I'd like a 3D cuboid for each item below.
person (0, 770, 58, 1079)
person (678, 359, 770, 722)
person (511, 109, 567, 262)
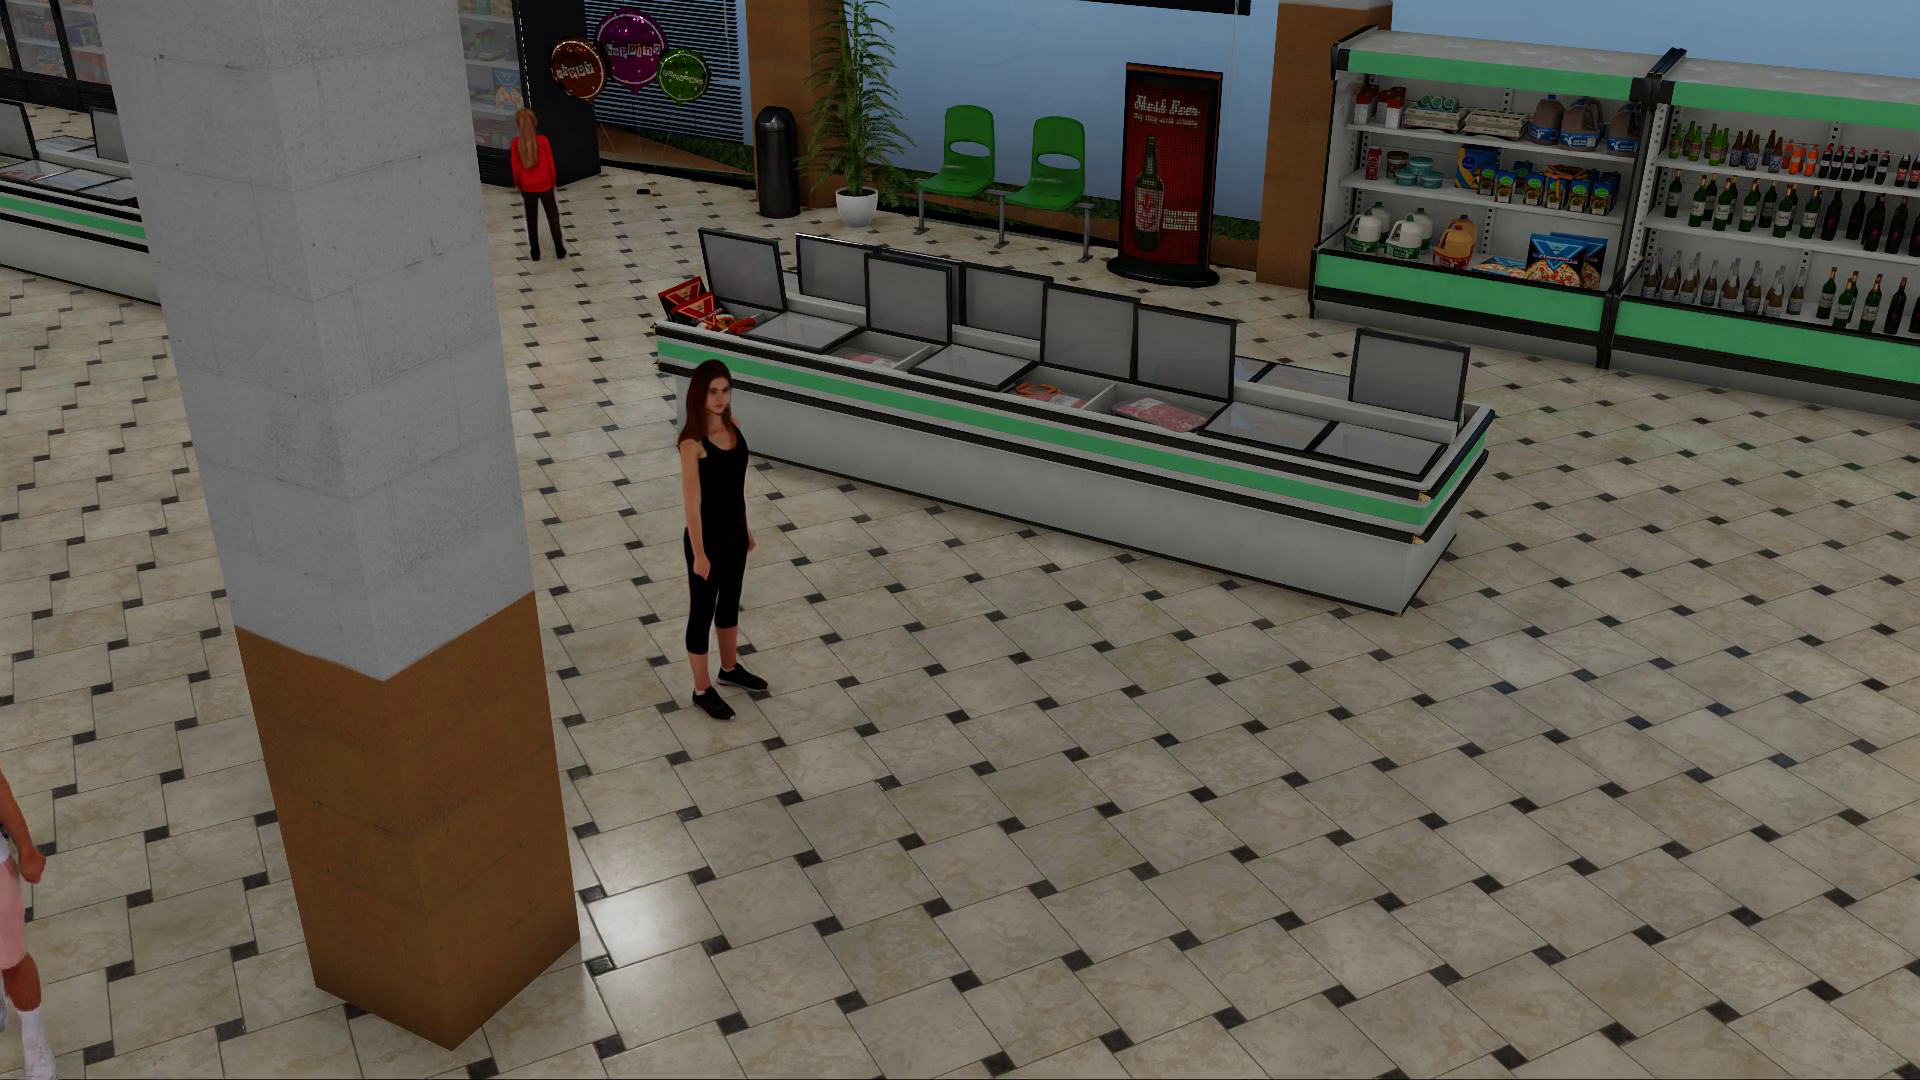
[{"bbox_3d":[-3.381,1.045,5.544,0.919,1.768,0.991,-16,31,-28],"label":"person"},{"bbox_3d":[-1.129,-0.019,7.692,0.498,1.724,0.553,14,30,26],"label":"person"},{"bbox_3d":[-3.590,-2.993,14.052,0.607,1.276,0.681,-3,27,-6],"label":"person"}]
